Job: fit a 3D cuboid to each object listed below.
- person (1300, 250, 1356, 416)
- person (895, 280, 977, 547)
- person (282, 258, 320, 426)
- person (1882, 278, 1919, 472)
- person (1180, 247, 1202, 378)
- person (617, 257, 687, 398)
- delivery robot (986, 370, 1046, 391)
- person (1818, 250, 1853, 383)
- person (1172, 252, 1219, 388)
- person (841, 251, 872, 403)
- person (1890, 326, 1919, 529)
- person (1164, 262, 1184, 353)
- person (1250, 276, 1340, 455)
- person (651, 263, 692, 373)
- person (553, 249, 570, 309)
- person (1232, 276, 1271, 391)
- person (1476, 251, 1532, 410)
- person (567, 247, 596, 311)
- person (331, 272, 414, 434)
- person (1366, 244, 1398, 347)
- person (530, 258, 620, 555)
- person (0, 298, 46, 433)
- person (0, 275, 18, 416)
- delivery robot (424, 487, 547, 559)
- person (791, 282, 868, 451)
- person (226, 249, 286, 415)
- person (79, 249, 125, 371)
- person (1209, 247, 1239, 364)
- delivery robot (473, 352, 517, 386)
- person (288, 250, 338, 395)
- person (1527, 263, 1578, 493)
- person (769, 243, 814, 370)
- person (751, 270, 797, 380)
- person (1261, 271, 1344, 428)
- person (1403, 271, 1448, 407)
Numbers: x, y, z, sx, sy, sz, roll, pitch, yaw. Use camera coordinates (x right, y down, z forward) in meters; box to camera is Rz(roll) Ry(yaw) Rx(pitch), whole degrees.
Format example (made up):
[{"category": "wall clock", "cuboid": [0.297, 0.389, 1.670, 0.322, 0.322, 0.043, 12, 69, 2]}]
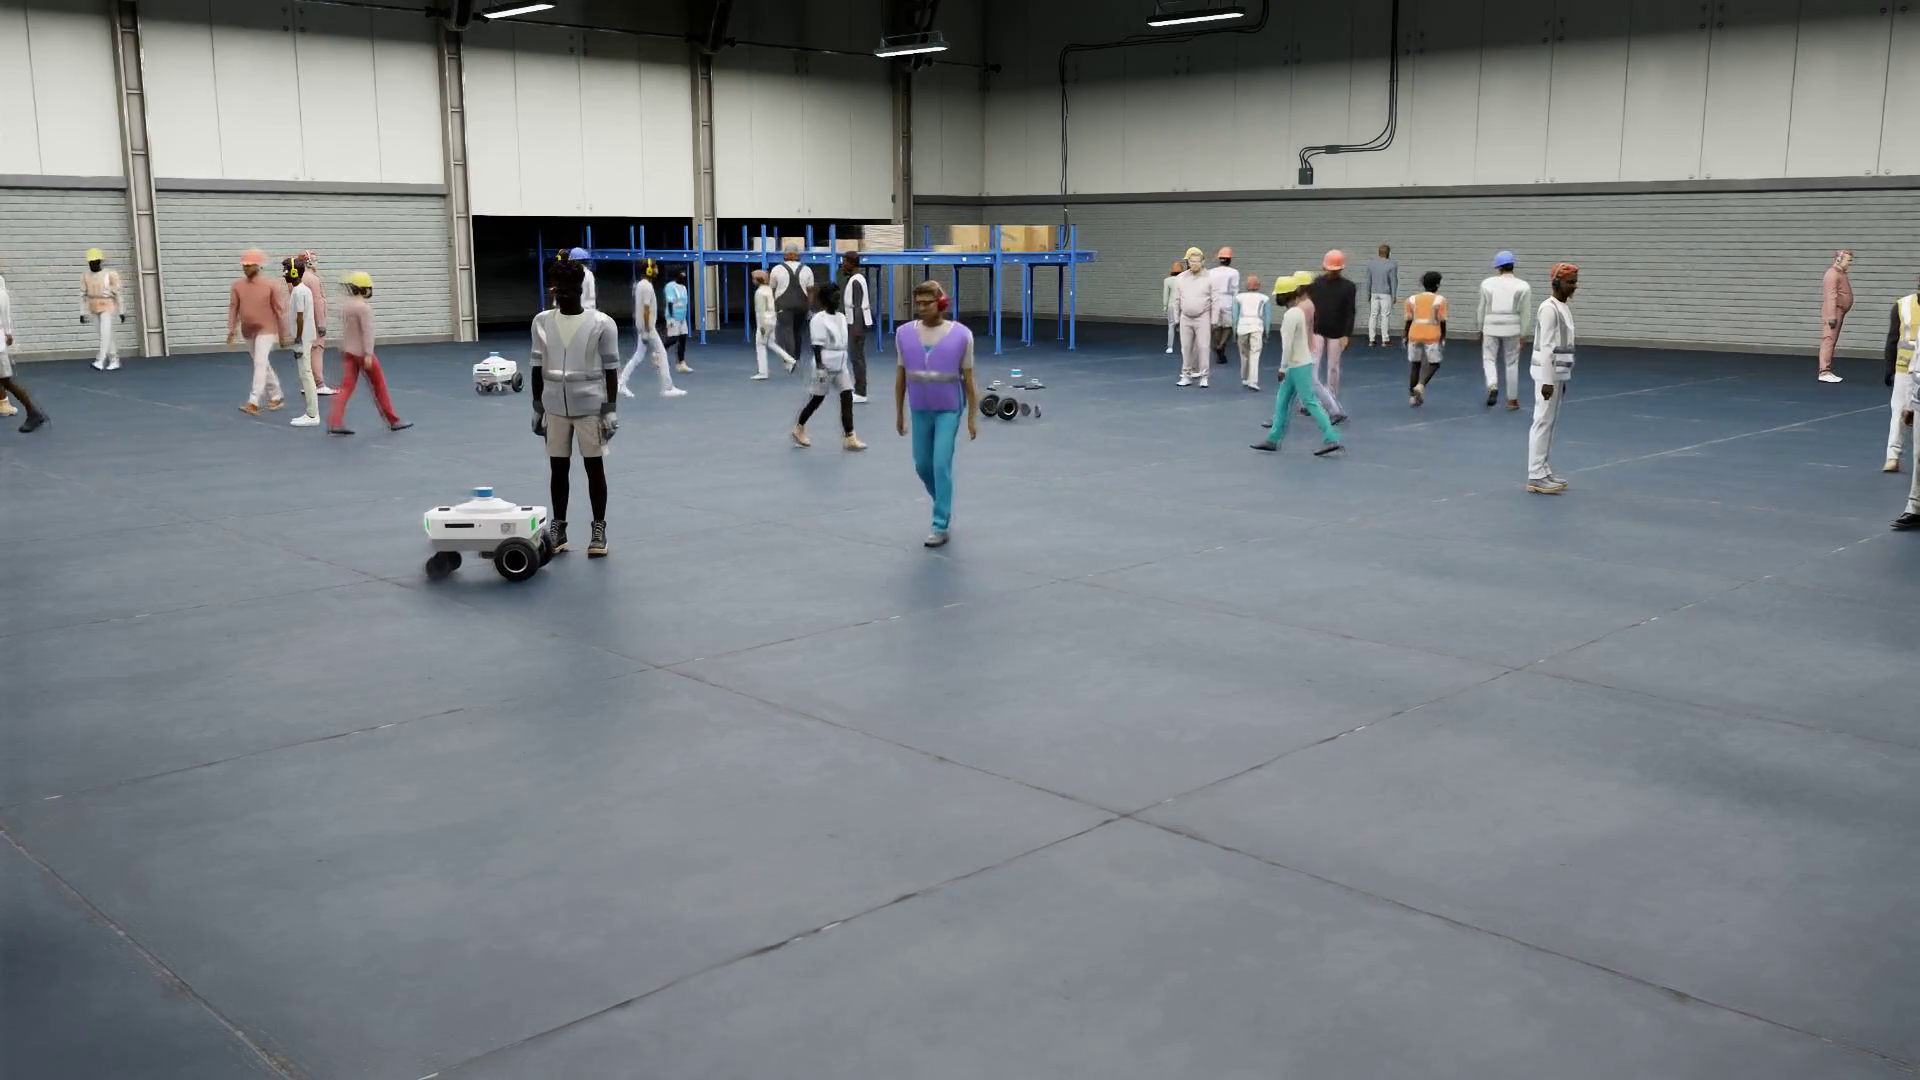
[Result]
[{"category": "person", "cuboid": [4.260, -2.407, 19.456, 0.682, 1.925, 0.984, 5, 11, 25]}, {"category": "person", "cuboid": [-0.149, -0.904, 11.604, 0.586, 1.815, 0.740, 3, 11, 18]}, {"category": "person", "cuboid": [-7.388, -2.218, 18.630, 0.331, 1.862, 0.502, -3, 11, -15]}, {"category": "person", "cuboid": [8.587, -1.512, 14.823, 0.634, 1.839, 0.429, 5, 12, 27]}, {"category": "person", "cuboid": [3.478, -3.382, 24.779, 0.367, 1.926, 0.594, 3, 11, 17]}, {"category": "person", "cuboid": [-4.132, -2.792, 21.851, 0.937, 1.831, 0.505, -5, 12, -27]}, {"category": "delivery robot", "cuboid": [0.660, -1.879, 19.478, 0.698, 0.223, 0.335, -5, 12, -26]}, {"category": "person", "cuboid": [12.690, -3.242, 24.090, 0.407, 1.902, 0.639, 6, 12, 31]}, {"category": "person", "cuboid": [3.282, -3.081, 23.299, 0.664, 1.884, 0.554, 5, 11, 25]}, {"category": "person", "cuboid": [-1.326, -2.734, 21.298, 0.407, 1.913, 0.597, -1, 10, -7]}, {"category": "person", "cuboid": [6.984, -0.955, 11.813, 0.403, 1.828, 0.594, -5, 11, -24]}, {"category": "person", "cuboid": [3.915, -4.192, 29.993, 0.499, 1.634, 0.288, 0, 10, 2]}, {"category": "person", "cuboid": [3.300, -1.686, 16.105, 0.876, 1.718, 0.529, 3, 11, 16]}, {"category": "person", "cuboid": [-4.447, -3.431, 25.703, 0.589, 1.680, 0.550, 4, 11, 21]}, {"category": "person", "cuboid": [-7.285, -4.438, 30.731, 0.515, 1.865, 0.312, -8, 13, -37]}, {"category": "person", "cuboid": [4.020, -2.857, 22.952, 0.529, 1.549, 1.015, 3, 11, 14]}, {"category": "person", "cuboid": [6.587, -2.531, 20.145, 0.657, 1.921, 0.638, 4, 11, 21]}, {"category": "person", "cuboid": [-5.558, -3.342, 24.552, 0.455, 1.935, 0.610, 0, 10, 2]}, {"category": "person", "cuboid": [-6.371, -1.998, 17.794, 0.538, 1.712, 0.899, 10, 14, 42]}, {"category": "person", "cuboid": [8.062, -4.676, 31.808, 0.632, 1.936, 0.359, 9, 14, 41]}, {"category": "person", "cuboid": [-2.560, -0.877, 11.033, 0.600, 1.959, 0.376, 1, 10, 5]}, {"category": "person", "cuboid": [-10.306, -2.067, 17.713, 0.556, 1.906, 0.957, 7, 12, 32]}, {"category": "person", "cuboid": [-11.447, -2.472, 19.503, 0.608, 2.044, 0.372, -2, 11, -11]}, {"category": "delivery robot", "cuboid": [-2.973, -0.090, 10.435, 0.707, 0.478, 0.477, 0, 10, -1]}, {"category": "person", "cuboid": [-1.334, -1.732, 16.509, 0.845, 1.662, 0.538, 7, 12, 33]}, {"category": "person", "cuboid": [-8.395, -2.481, 19.850, 0.607, 1.943, 1.045, 2, 11, 10]}, {"category": "person", "cuboid": [-13.421, -3.563, 25.849, 0.619, 1.886, 0.938, 1, 10, 8]}, {"category": "person", "cuboid": [4.324, -3.866, 27.445, 0.543, 1.923, 0.531, 5, 12, 27]}, {"category": "delivery robot", "cuboid": [-6.272, -2.289, 22.425, 0.477, 0.478, 0.707, 2, 11, 10]}, {"category": "person", "cuboid": [-8.636, -2.893, 22.170, 0.639, 1.908, 0.409, 8, 13, 38]}, {"category": "person", "cuboid": [4.925, -1.348, 13.812, 0.354, 1.881, 0.576, 6, 12, 29]}, {"category": "person", "cuboid": [-2.698, -3.711, 26.378, 0.692, 2.000, 0.994, -4, 11, -19]}, {"category": "person", "cuboid": [-2.765, -3.170, 24.491, 0.584, 1.613, 0.536, 3, 11, 15]}, {"category": "person", "cuboid": [3.822, -2.092, 18.279, 0.873, 1.732, 0.530, 1, 10, 3]}, {"category": "person", "cuboid": [5.706, -2.474, 20.518, 0.611, 1.680, 0.446, 8, 13, 38]}]
